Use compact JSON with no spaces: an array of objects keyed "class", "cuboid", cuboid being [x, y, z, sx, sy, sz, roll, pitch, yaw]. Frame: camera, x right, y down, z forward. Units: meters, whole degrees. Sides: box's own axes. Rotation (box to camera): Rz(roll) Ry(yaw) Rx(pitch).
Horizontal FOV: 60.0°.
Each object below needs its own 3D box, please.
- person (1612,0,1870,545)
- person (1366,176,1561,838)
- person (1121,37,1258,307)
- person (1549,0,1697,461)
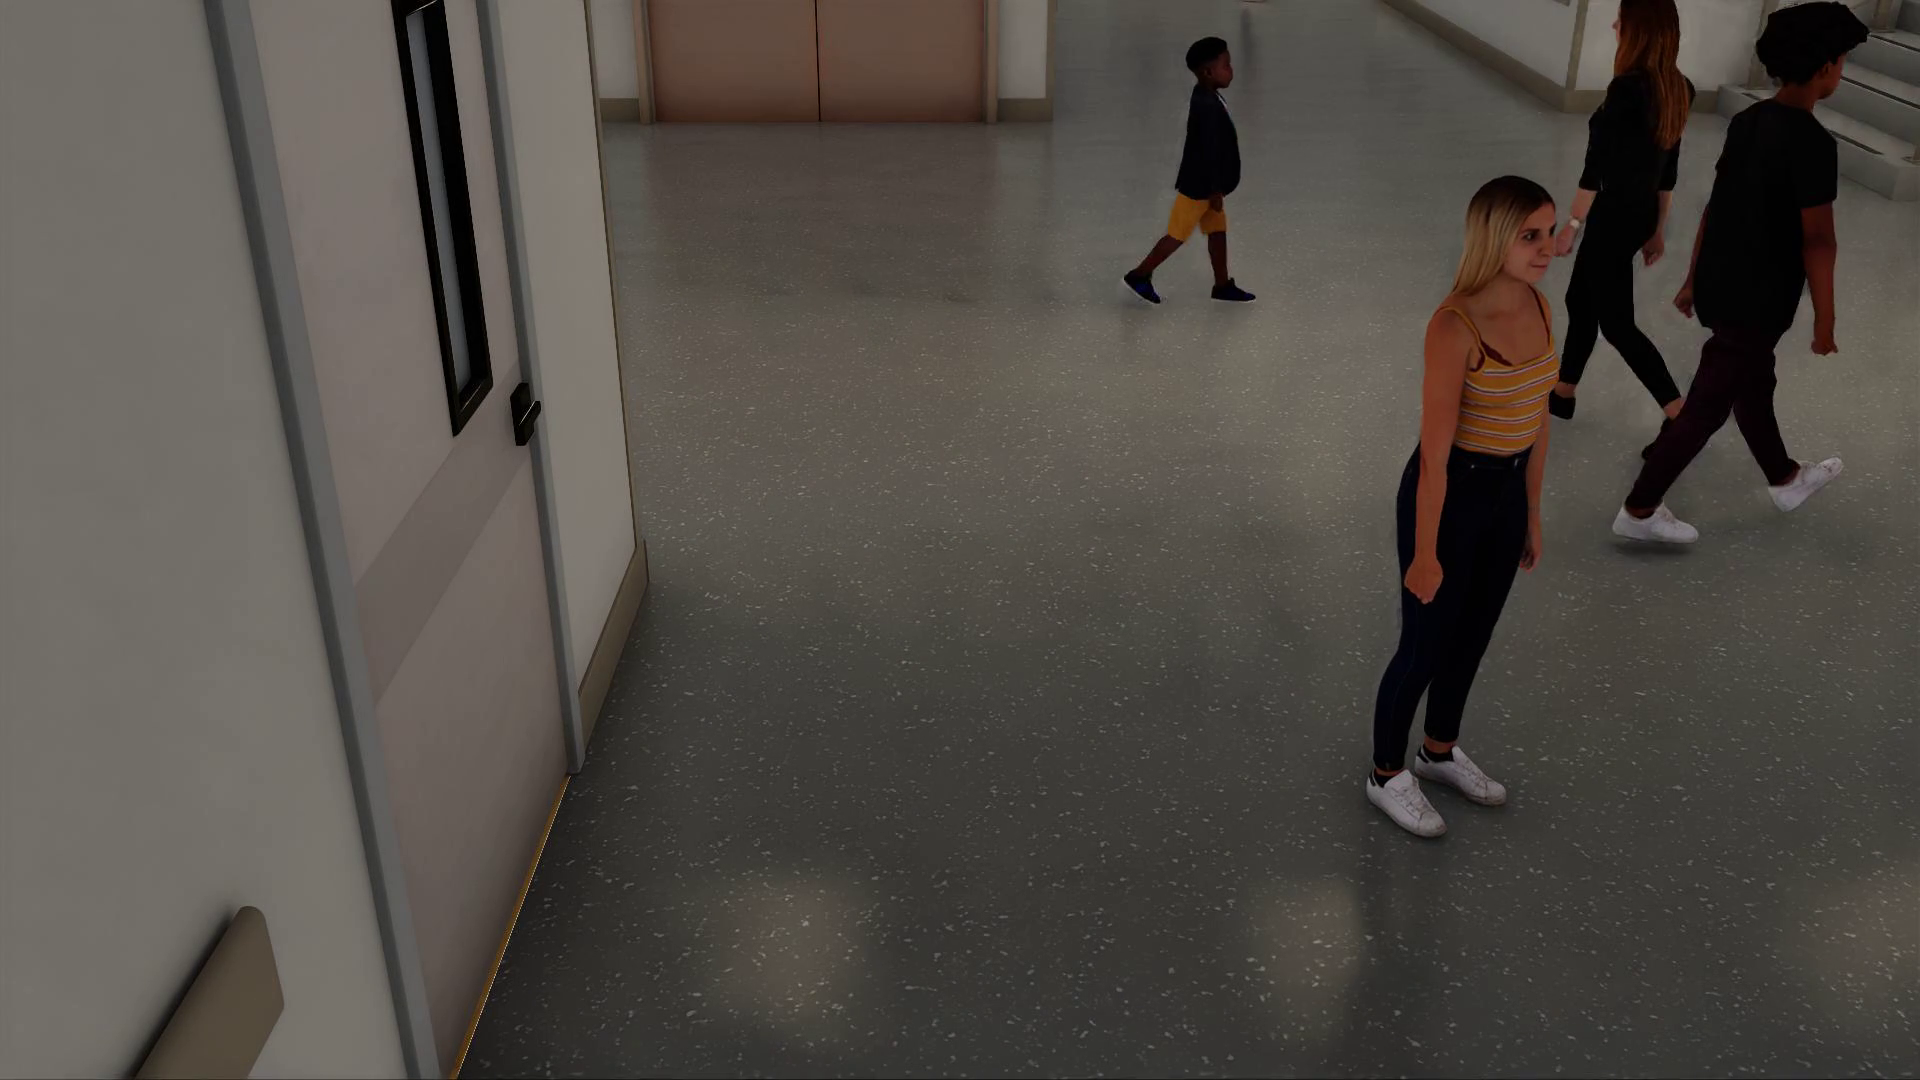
[{"class":"person","cuboid":[2.462,-0.788,5.361,1.152,1.730,0.765,-3,26,-6]},{"class":"person","cuboid":[1.198,-0.062,3.974,0.618,1.626,0.703,-18,31,-33]},{"class":"person","cuboid":[1.065,-1.694,7.788,0.898,1.253,0.592,4,26,7]},{"class":"person","cuboid":[2.499,-1.111,6.096,1.082,1.673,1.105,-22,33,-37]}]
